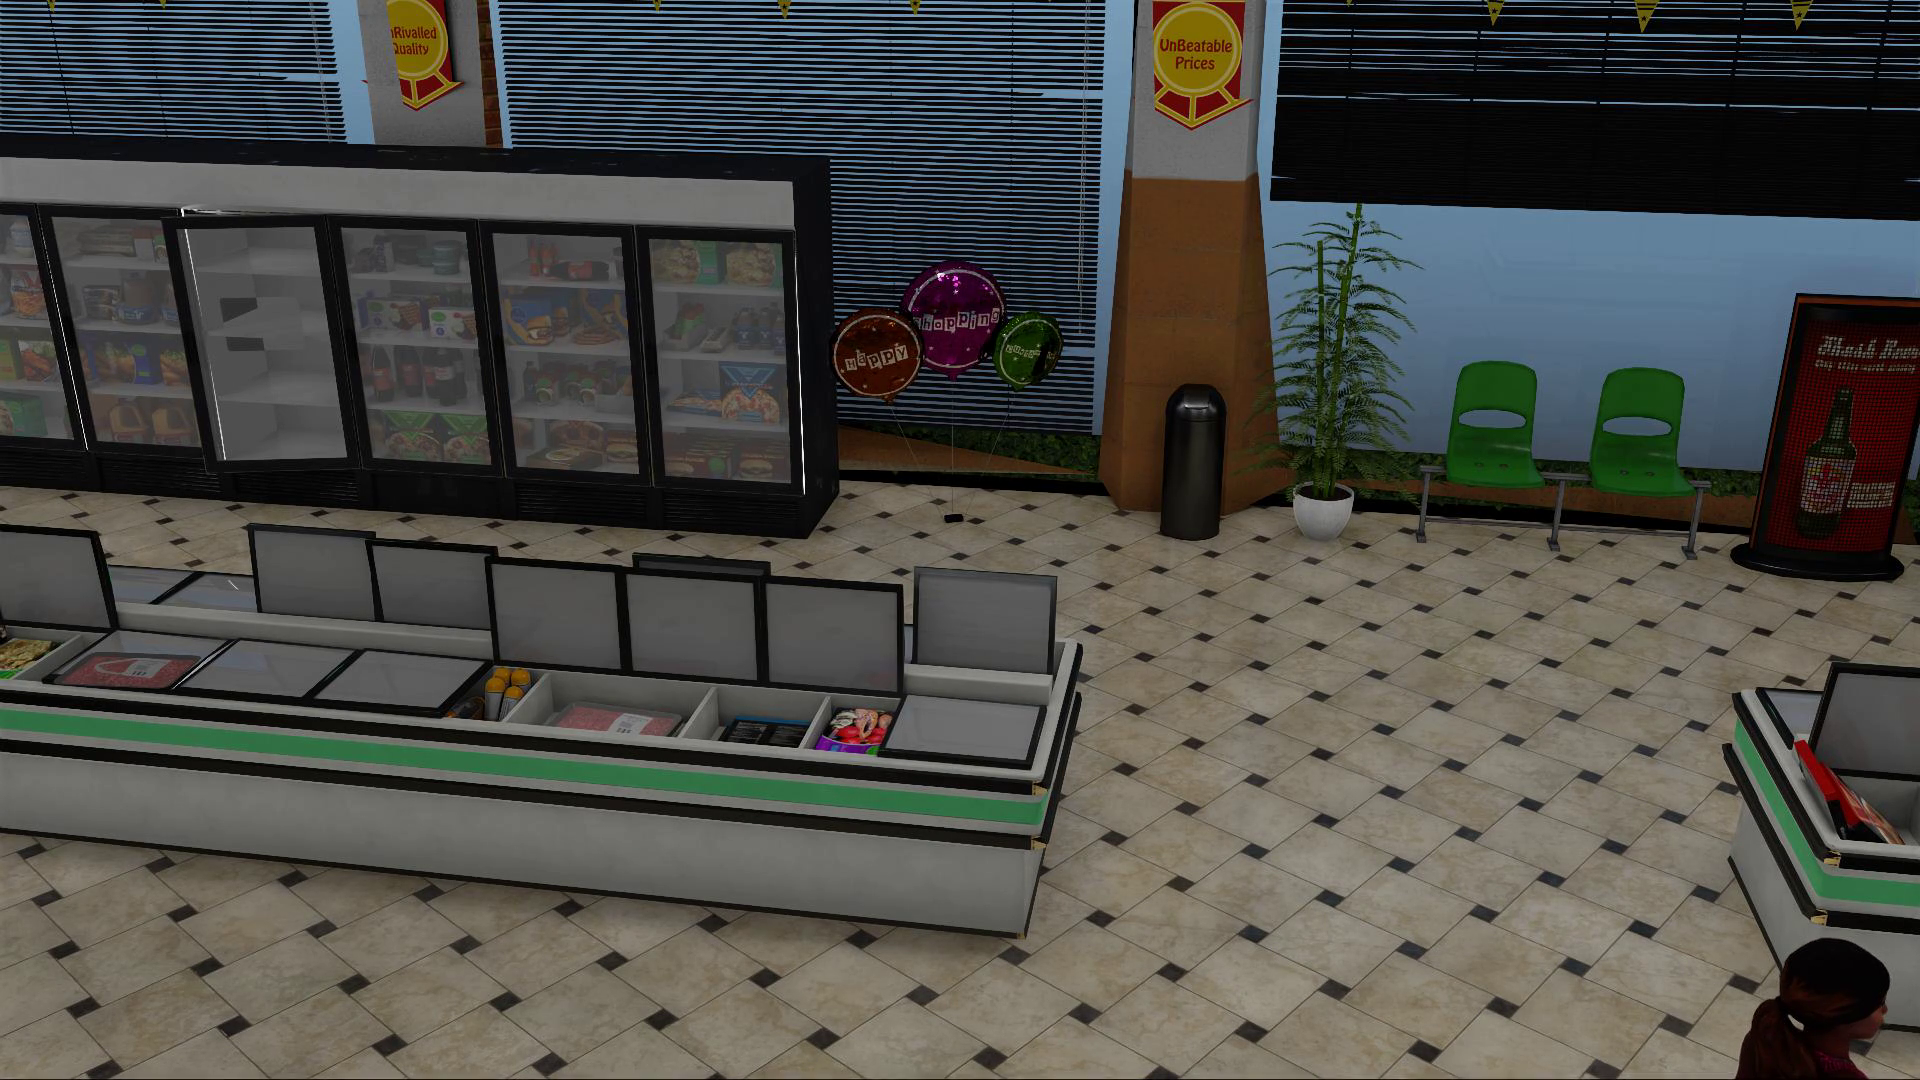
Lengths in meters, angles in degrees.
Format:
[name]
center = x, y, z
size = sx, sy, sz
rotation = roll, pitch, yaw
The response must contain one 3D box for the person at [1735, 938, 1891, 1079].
[person]
center = 2.013, 1.736, 4.110
size = 0.695, 1.725, 0.656
rotation = -9, 24, -22
